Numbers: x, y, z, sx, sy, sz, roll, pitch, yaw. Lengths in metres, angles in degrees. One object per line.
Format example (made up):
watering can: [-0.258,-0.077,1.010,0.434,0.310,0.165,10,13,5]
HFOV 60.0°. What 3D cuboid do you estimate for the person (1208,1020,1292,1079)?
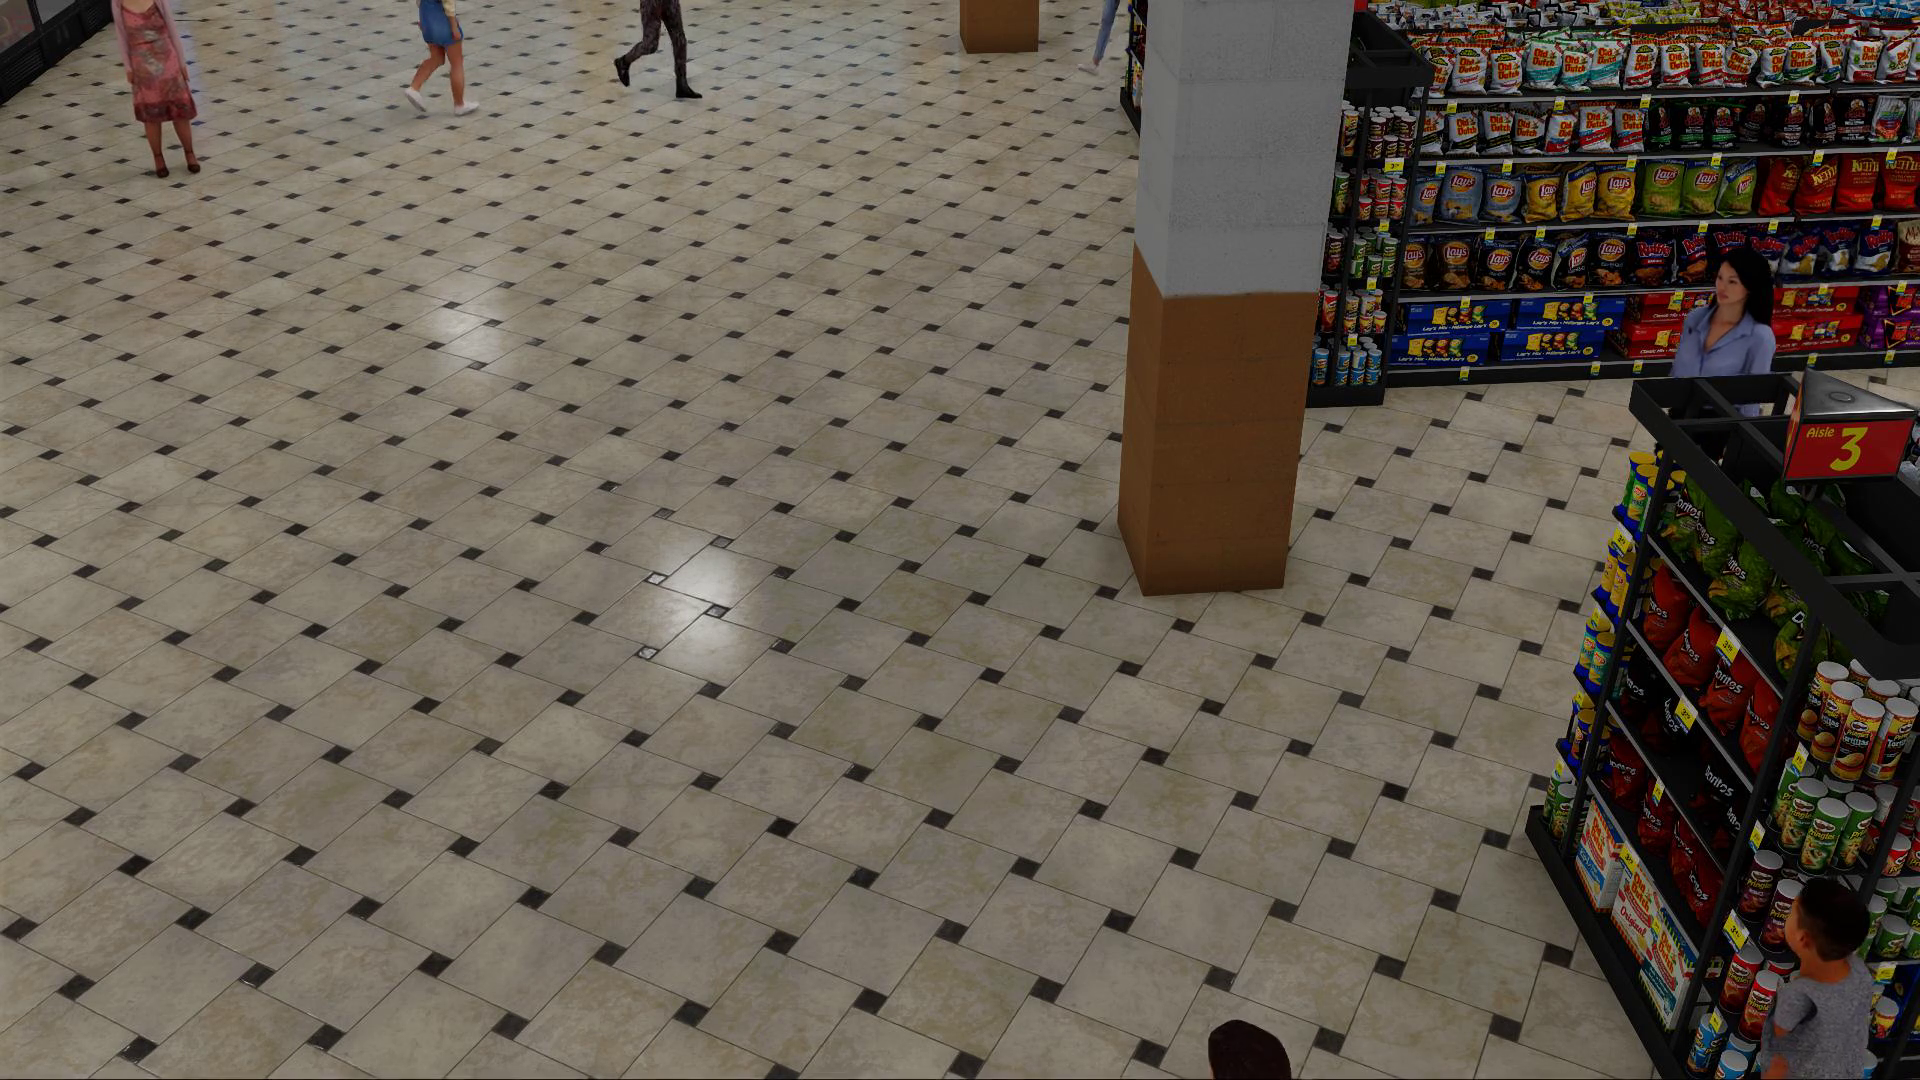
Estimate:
person: [0.731,1.829,4.079,0.801,1.539,0.796,-17,36,-25]

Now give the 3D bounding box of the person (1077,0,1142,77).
person: [1.567,-5.026,14.979,1.133,1.664,1.019,-26,40,-35]

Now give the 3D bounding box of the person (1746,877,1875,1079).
person: [2.394,1.593,4.596,1.139,1.394,0.963,-18,36,-26]

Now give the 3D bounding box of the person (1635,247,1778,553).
person: [3.499,-0.517,7.678,1.161,1.722,0.988,-21,38,-30]

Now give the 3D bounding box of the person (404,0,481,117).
person: [-4.416,-4.311,13.874,0.960,1.616,1.010,23,38,32]

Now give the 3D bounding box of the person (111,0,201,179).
person: [-6.180,-3.644,12.736,0.625,1.686,0.744,-15,35,-23]

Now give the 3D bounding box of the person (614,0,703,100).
person: [-2.666,-4.639,14.332,1.128,1.690,0.937,14,35,22]
